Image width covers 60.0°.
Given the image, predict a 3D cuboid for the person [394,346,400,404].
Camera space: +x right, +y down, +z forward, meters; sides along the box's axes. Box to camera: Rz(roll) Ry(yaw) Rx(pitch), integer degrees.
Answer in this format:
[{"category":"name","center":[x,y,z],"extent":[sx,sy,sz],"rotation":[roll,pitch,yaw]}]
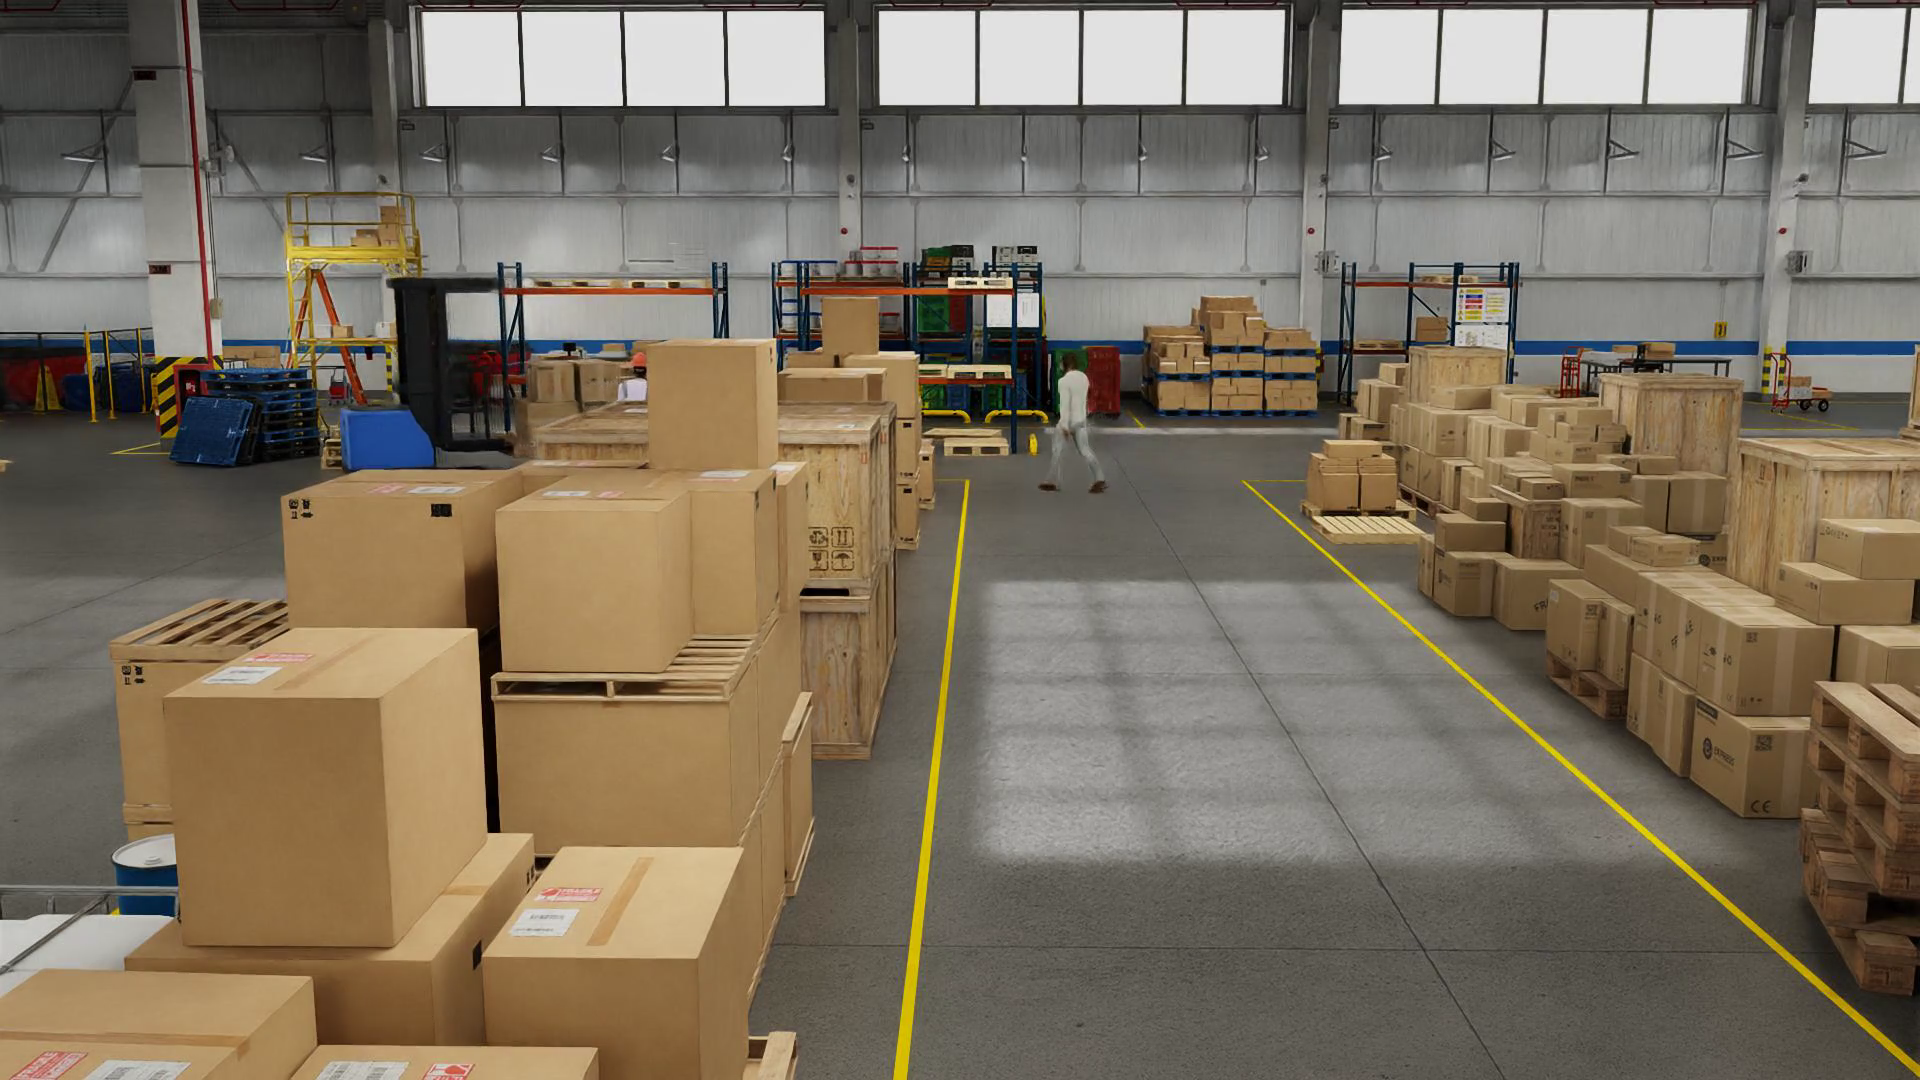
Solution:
[{"category":"person","center":[-10.780,-3.334,32.543],"extent":[0.627,1.910,0.946],"rotation":[6,11,33]}]

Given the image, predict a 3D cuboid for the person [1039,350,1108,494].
[{"category":"person","center":[1.523,-1.548,21.887],"extent":[1.012,1.897,0.636],"rotation":[9,13,42]}]

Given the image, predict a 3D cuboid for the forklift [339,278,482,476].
[{"category":"forklift","center":[-7.375,-2.139,22.445],"extent":[1.873,2.768,1.129],"rotation":[-5,11,-27]}]

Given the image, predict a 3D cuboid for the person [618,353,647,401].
[{"category":"person","center":[-3.964,-1.385,20.856],"extent":[0.574,1.894,0.964],"rotation":[1,10,5]}]
